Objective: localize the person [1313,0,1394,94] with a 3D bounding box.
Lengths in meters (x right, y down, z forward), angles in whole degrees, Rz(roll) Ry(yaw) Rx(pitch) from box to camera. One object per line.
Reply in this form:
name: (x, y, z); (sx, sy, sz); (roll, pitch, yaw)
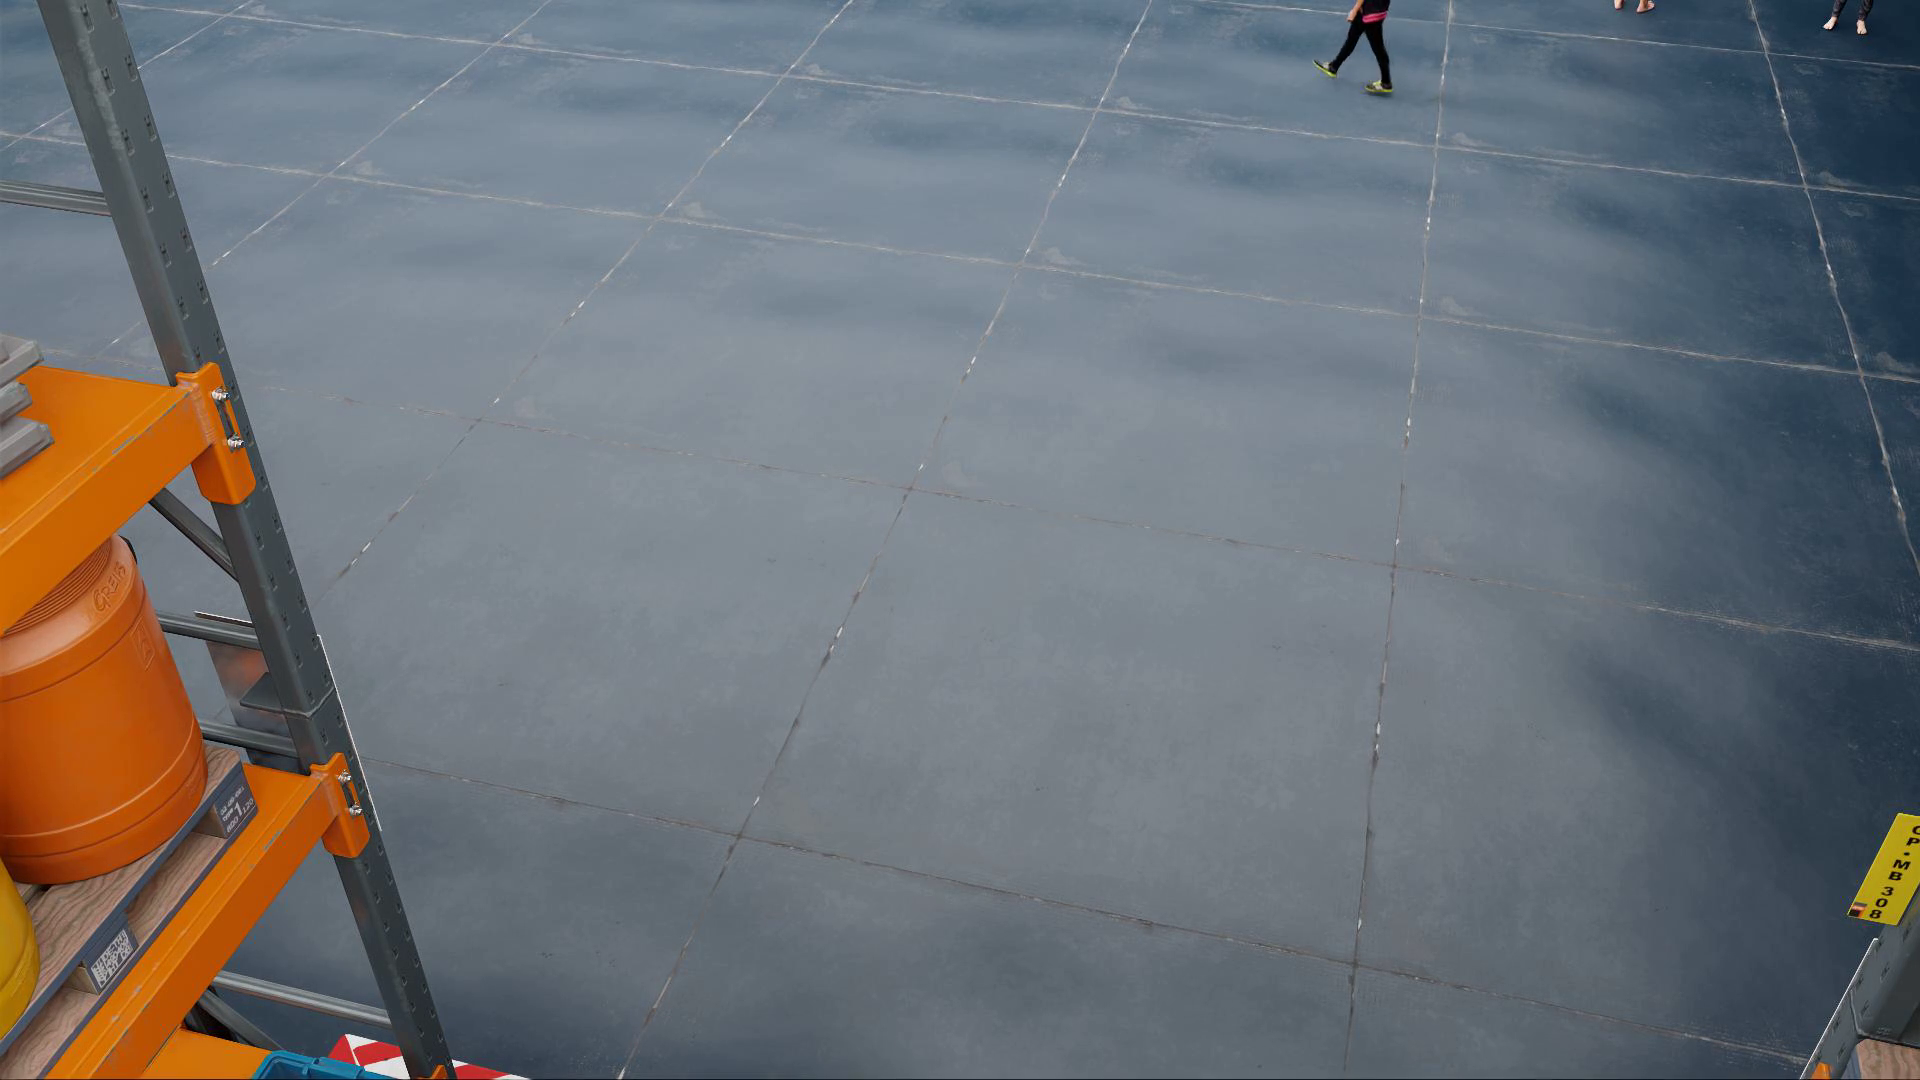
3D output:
person: (3.776, -4.749, 14.912); (0.653, 1.517, 0.953); (13, 40, 16)
